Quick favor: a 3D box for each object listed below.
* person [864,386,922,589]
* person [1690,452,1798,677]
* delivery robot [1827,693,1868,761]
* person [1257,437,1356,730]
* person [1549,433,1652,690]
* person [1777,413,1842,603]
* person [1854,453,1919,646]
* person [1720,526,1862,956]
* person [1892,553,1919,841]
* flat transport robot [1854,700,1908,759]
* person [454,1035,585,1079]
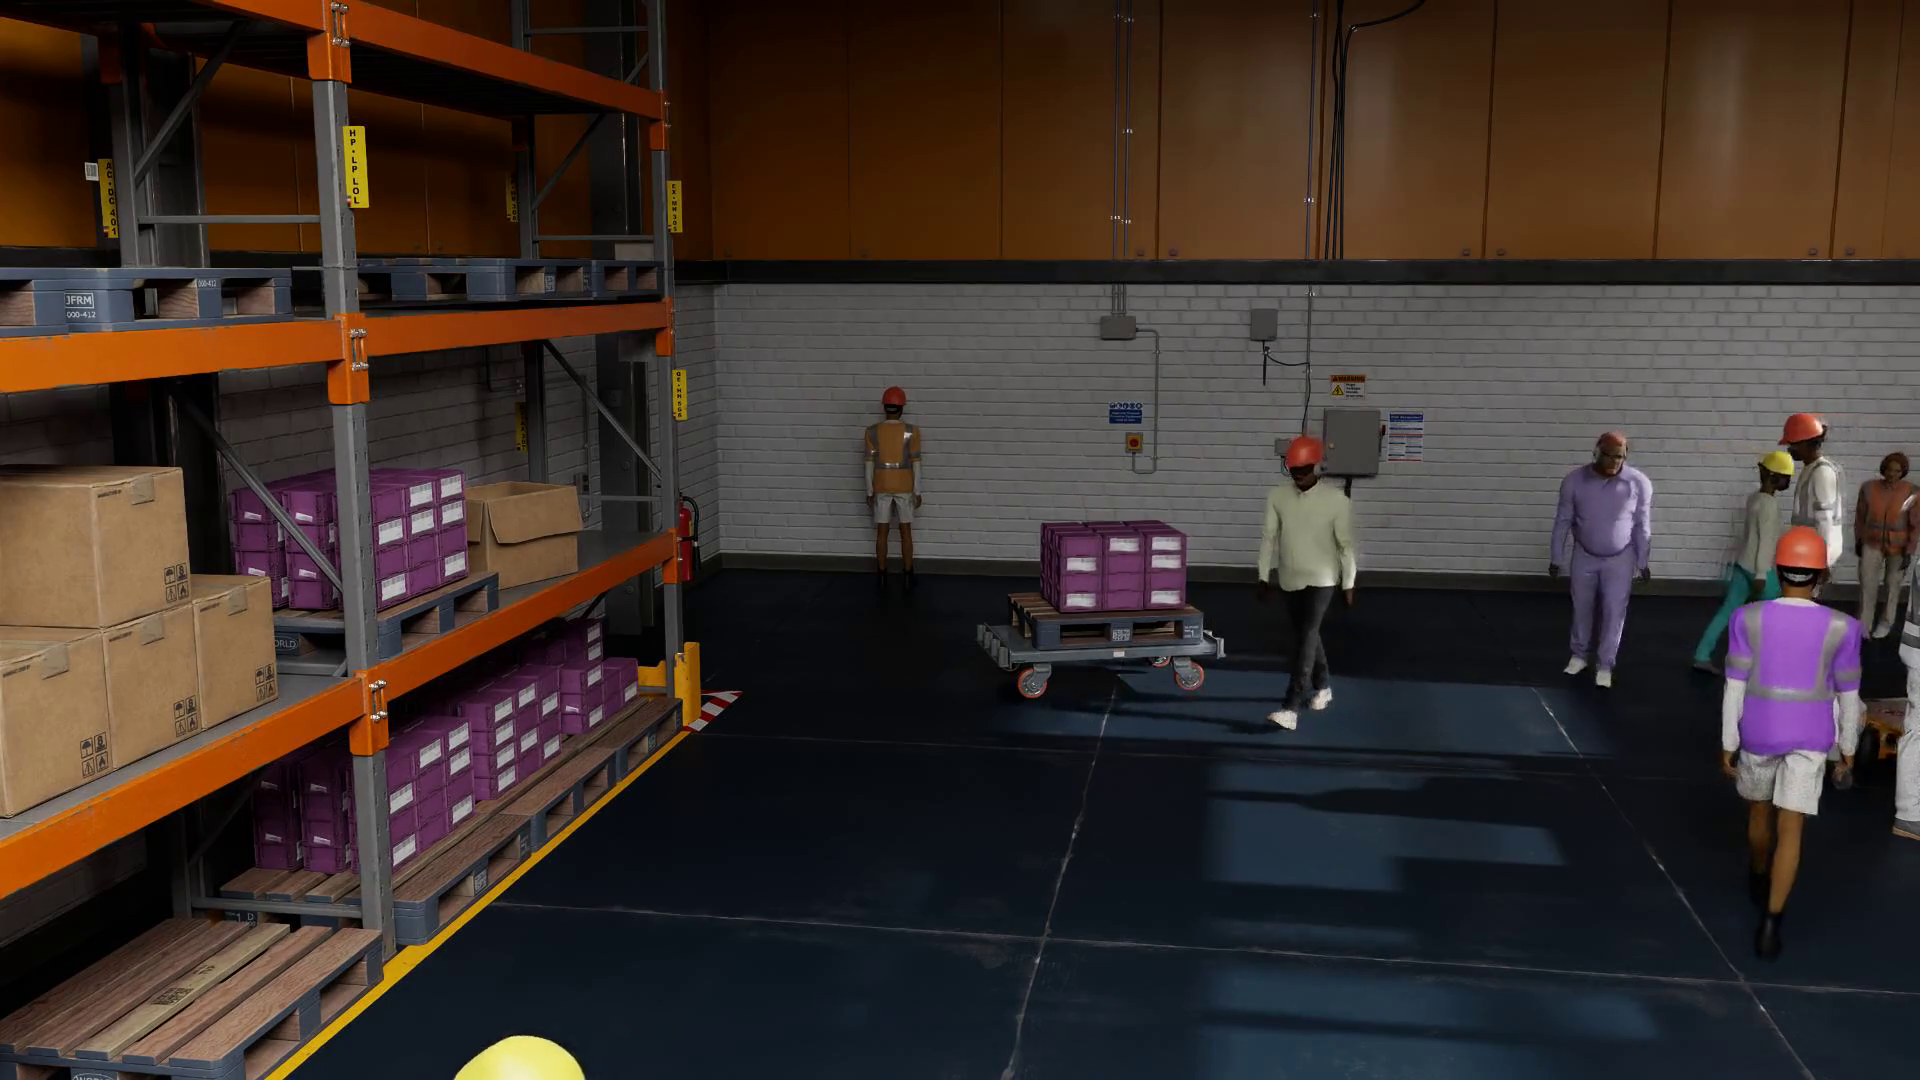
[{"bbox_3d":[-0.632,-0.499,15.890,0.549,1.936,0.377,1,9,6],"label":"person"},{"bbox_3d":[5.929,0.197,12.311,0.949,1.704,0.532,1,9,8],"label":"person"},{"bbox_3d":[5.180,1.104,9.954,0.477,0.478,0.707,7,12,38],"label":"delivery robot"},{"bbox_3d":[2.316,0.262,11.200,0.601,1.925,1.085,7,12,38],"label":"person"},{"bbox_3d":[4.683,0.147,12.163,0.718,1.852,0.882,4,10,24],"label":"person"},{"bbox_3d":[6.129,0.094,12.023,0.524,2.007,0.649,4,10,22],"label":"person"},{"bbox_3d":[7.476,0.073,13.448,0.512,1.569,0.872,8,12,39],"label":"person"},{"bbox_3d":[3.786,0.874,7.603,0.563,1.879,1.012,5,10,28],"label":"person"},{"bbox_3d":[5.231,0.662,8.898,0.359,1.883,0.573,7,12,38],"label":"person"},{"bbox_3d":[6.147,1.184,10.635,1.431,0.197,0.652,-2,9,-10],"label":"flat transport robot"},{"bbox_3d":[-0.705,1.683,2.779,0.617,1.821,0.425,3,10,18],"label":"person"}]
